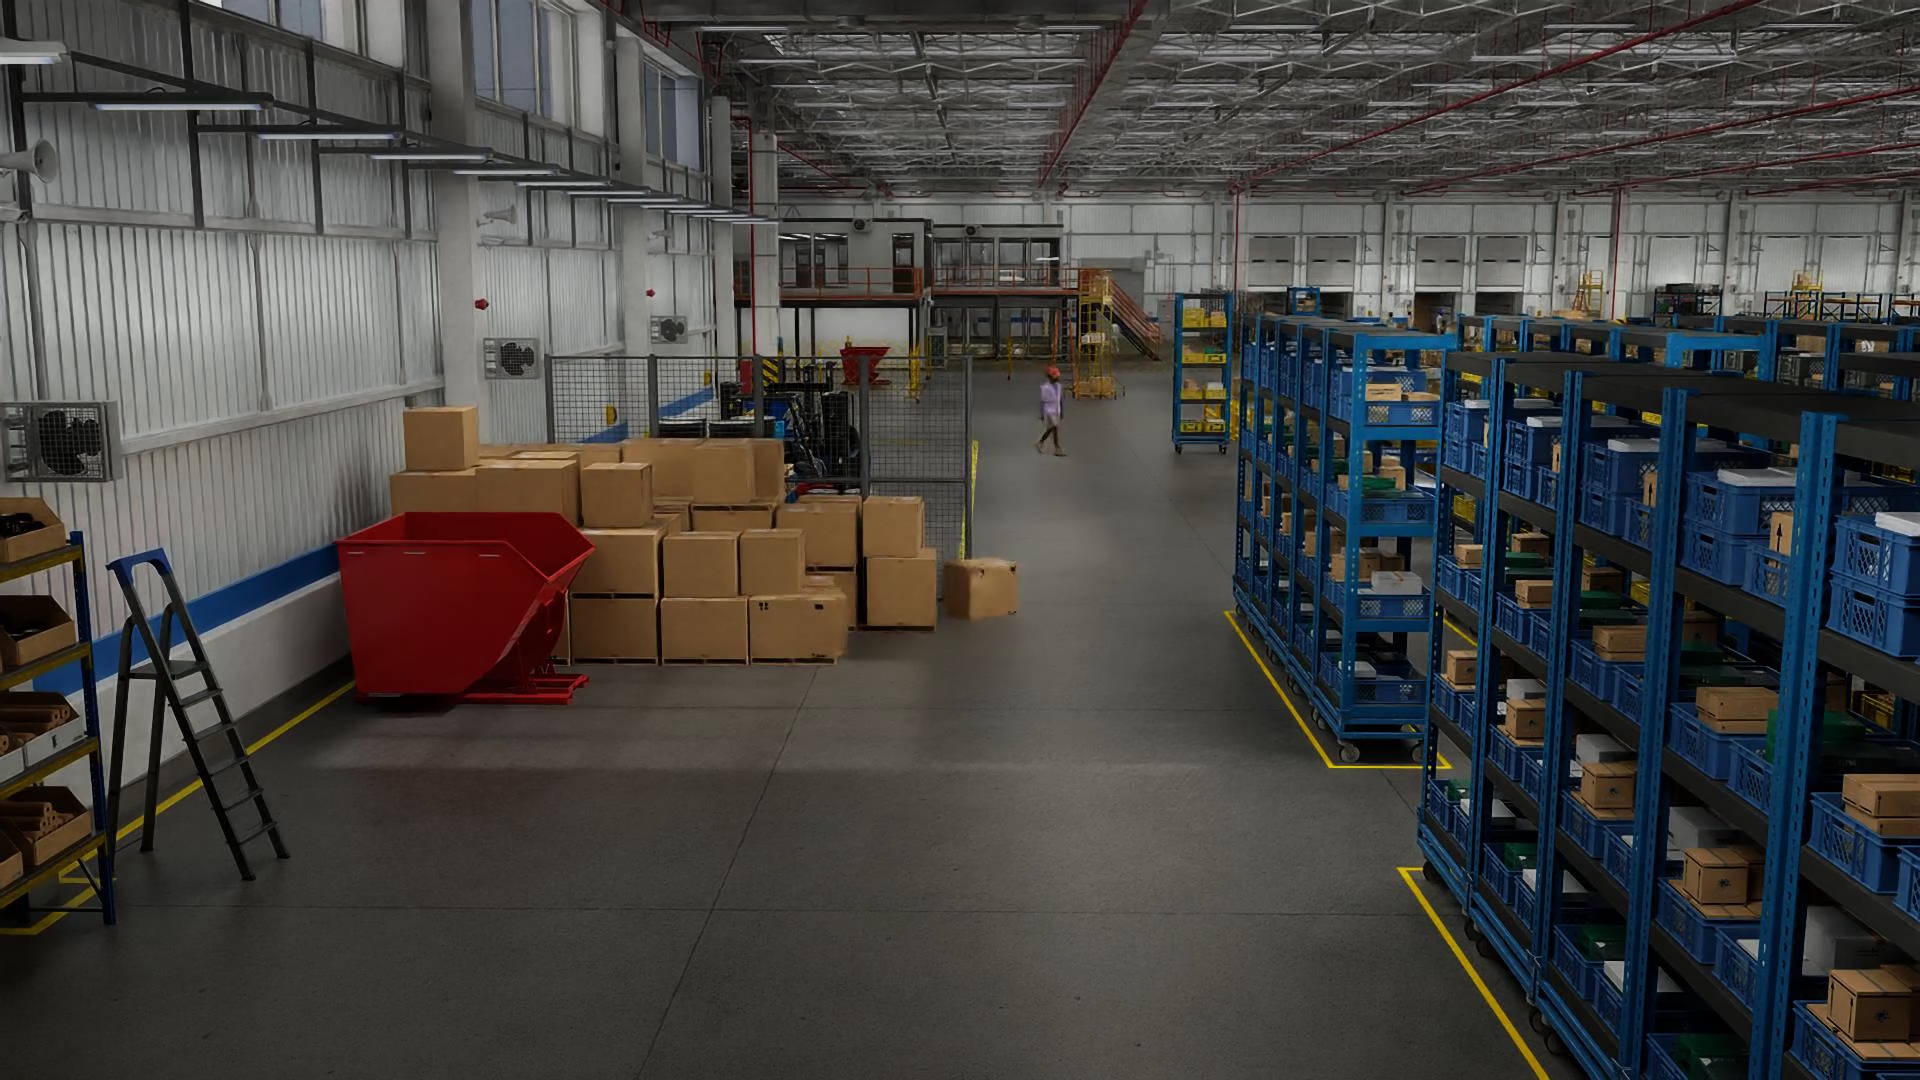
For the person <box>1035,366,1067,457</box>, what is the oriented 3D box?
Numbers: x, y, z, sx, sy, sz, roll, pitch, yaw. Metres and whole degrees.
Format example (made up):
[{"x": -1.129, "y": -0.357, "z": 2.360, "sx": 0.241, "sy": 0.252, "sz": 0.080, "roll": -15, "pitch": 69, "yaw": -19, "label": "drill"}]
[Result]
[{"x": 2.007, "y": -2.875, "z": 36.992, "sx": 0.940, "sy": 2.012, "sz": 0.617, "roll": 9, "pitch": 13, "yaw": 43, "label": "person"}]

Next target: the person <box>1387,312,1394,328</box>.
[{"x": 23.992, "y": -11.865, "z": 93.059, "sx": 0.849, "sy": 1.814, "sz": 0.633, "roll": 2, "pitch": 9, "yaw": 12, "label": "person"}]

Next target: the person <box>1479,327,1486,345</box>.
[{"x": 24.560, "y": -9.492, "z": 78.031, "sx": 0.377, "sy": 1.934, "sz": 0.629, "roll": 9, "pitch": 13, "yaw": 44, "label": "person"}]

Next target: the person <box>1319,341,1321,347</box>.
[{"x": 14.301, "y": -7.391, "z": 65.057, "sx": 0.547, "sy": 1.938, "sz": 0.359, "roll": -1, "pitch": 9, "yaw": -5, "label": "person"}]

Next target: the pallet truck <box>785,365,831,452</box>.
[{"x": -3.774, "y": -2.976, "z": 37.635, "sx": 1.885, "sy": 1.965, "sz": 0.823, "roll": 1, "pitch": 9, "yaw": 5, "label": "pallet truck"}]

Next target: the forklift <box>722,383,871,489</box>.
[{"x": -2.893, "y": -1.687, "z": 28.729, "sx": 2.680, "sy": 1.987, "sz": 1.157, "roll": 0, "pitch": 9, "yaw": -1, "label": "forklift"}]

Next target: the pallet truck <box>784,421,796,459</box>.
[{"x": -4.013, "y": -1.793, "z": 32.705, "sx": 1.601, "sy": 1.201, "sz": 0.680, "roll": 0, "pitch": 9, "yaw": 1, "label": "pallet truck"}]

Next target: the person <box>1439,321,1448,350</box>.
[{"x": 22.101, "y": -9.152, "z": 76.258, "sx": 0.492, "sy": 1.828, "sz": 0.521, "roll": -3, "pitch": 10, "yaw": -18, "label": "person"}]

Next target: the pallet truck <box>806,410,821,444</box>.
[{"x": -3.559, "y": -2.018, "z": 33.905, "sx": 1.522, "sy": 1.261, "sz": 0.704, "roll": 0, "pitch": 9, "yaw": -1, "label": "pallet truck"}]

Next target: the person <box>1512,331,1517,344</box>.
[{"x": 19.999, "y": -6.545, "z": 59.747, "sx": 0.361, "sy": 1.963, "sz": 0.613, "roll": -4, "pitch": 10, "yaw": -23, "label": "person"}]

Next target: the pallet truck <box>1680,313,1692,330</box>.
[{"x": 36.315, "y": -10.531, "z": 84.244, "sx": 0.823, "sy": 1.965, "sz": 1.885, "roll": -6, "pitch": 11, "yaw": -33, "label": "pallet truck"}]

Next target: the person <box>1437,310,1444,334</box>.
[{"x": 26.418, "y": -11.676, "z": 91.457, "sx": 0.404, "sy": 1.945, "sz": 0.615, "roll": -1, "pitch": 9, "yaw": -4, "label": "person"}]

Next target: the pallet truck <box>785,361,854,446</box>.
[{"x": -3.410, "y": -3.193, "z": 38.978, "sx": 1.885, "sy": 1.965, "sz": 0.823, "roll": 0, "pitch": 9, "yaw": -1, "label": "pallet truck"}]

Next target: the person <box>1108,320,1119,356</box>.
[{"x": 7.393, "y": -9.746, "z": 79.849, "sx": 0.580, "sy": 1.857, "sz": 0.808, "roll": -1, "pitch": 9, "yaw": -9, "label": "person"}]

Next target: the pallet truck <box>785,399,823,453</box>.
[{"x": -3.814, "y": -2.432, "z": 36.419, "sx": 1.630, "sy": 1.274, "sz": 0.653, "roll": 0, "pitch": 9, "yaw": 1, "label": "pallet truck"}]

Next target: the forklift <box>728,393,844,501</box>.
[{"x": -2.979, "y": -1.316, "z": 26.476, "sx": 2.680, "sy": 1.987, "sz": 1.157, "roll": 0, "pitch": 9, "yaw": 1, "label": "forklift"}]

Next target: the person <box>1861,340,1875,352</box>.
[{"x": 32.525, "y": -6.497, "z": 59.551, "sx": 0.552, "sy": 1.933, "sz": 0.374, "roll": -3, "pitch": 10, "yaw": -20, "label": "person"}]

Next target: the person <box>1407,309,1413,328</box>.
[{"x": 25.594, "y": -12.175, "z": 94.637, "sx": 0.398, "sy": 1.918, "sz": 0.587, "roll": 6, "pitch": 11, "yaw": 31, "label": "person"}]
